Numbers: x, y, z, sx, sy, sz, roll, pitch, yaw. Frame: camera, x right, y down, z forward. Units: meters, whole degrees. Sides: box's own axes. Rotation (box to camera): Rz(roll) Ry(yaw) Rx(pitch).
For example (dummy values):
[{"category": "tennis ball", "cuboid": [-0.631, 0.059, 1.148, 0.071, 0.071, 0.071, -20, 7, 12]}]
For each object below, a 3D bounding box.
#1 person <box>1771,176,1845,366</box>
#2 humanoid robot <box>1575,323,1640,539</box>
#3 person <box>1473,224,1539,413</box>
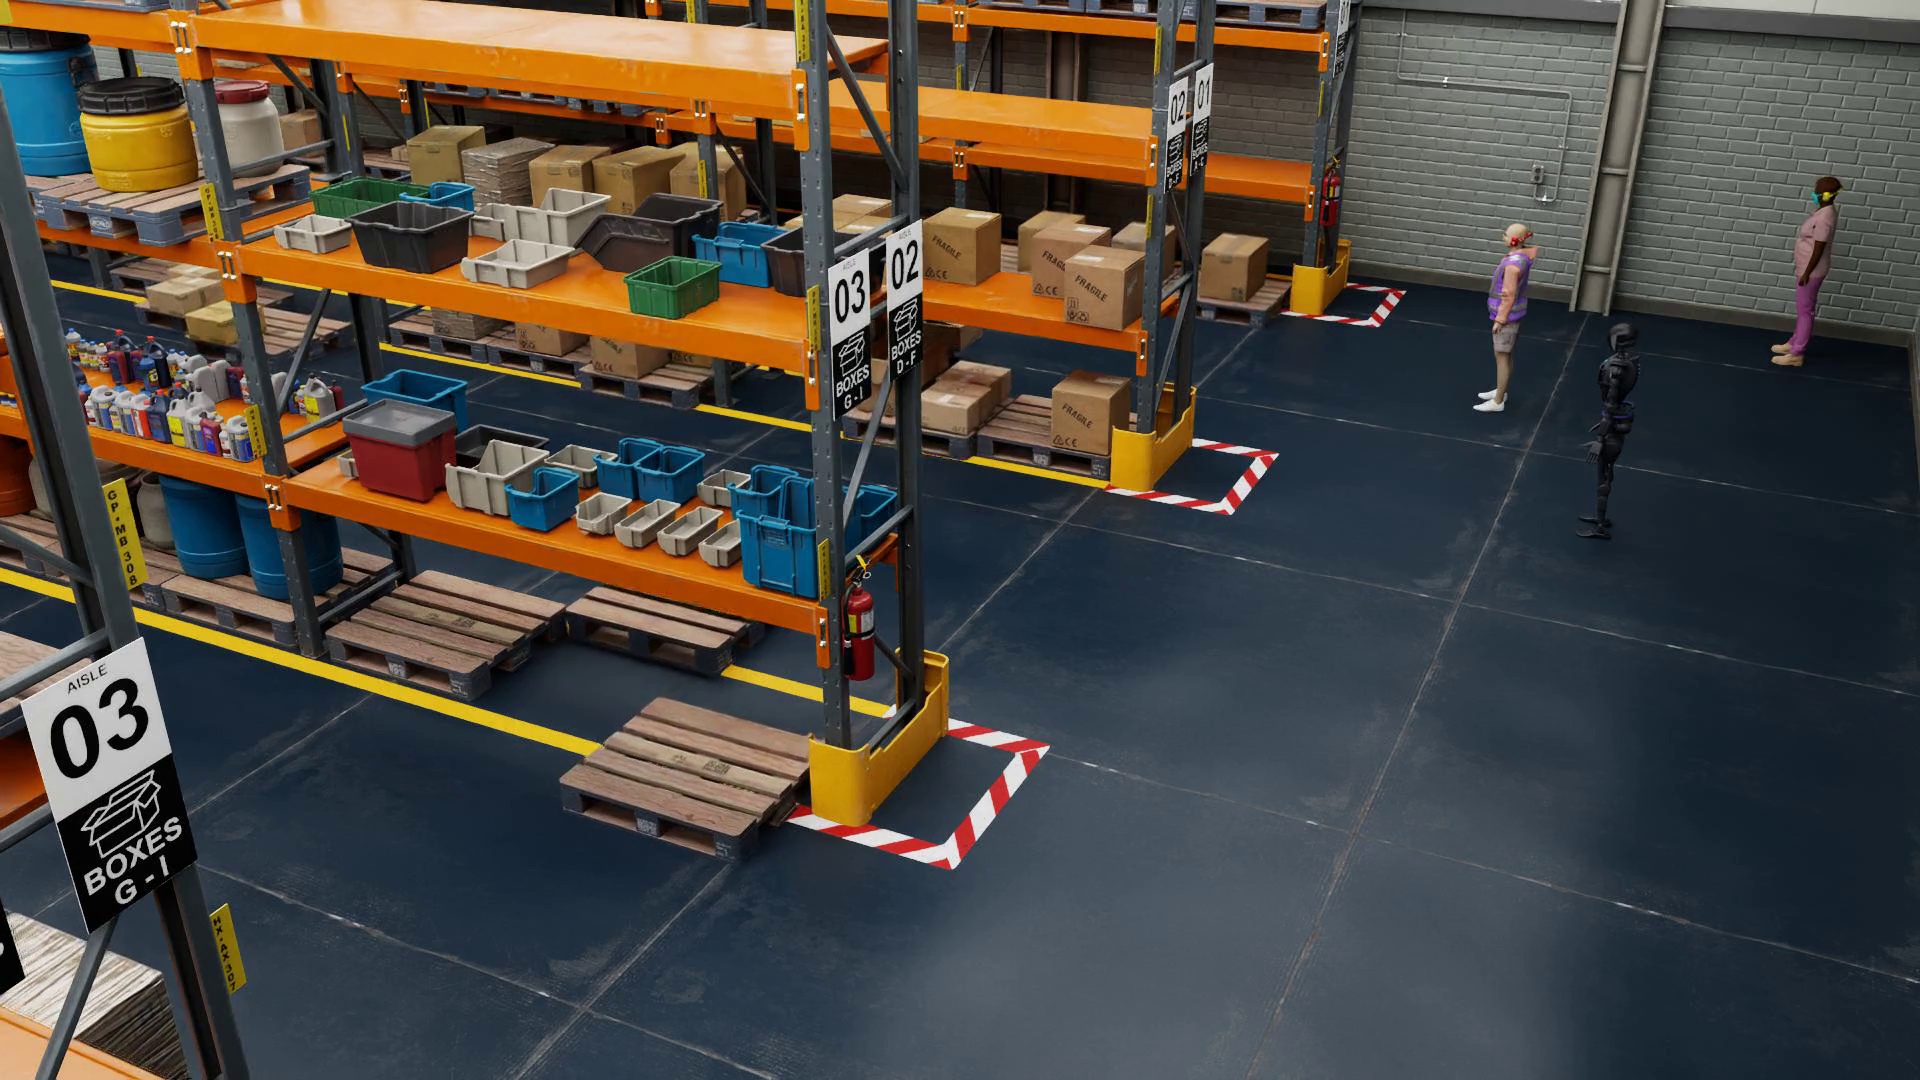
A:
[{"category": "person", "cuboid": [8.039, -2.549, 15.740, 0.331, 1.801, 0.515, 12, 29, 23]}, {"category": "humanoid robot", "cuboid": [4.821, -0.819, 12.361, 0.315, 1.655, 0.599, 12, 29, 23]}, {"category": "person", "cuboid": [4.818, -1.955, 14.655, 0.350, 1.694, 0.478, 12, 29, 23]}]
